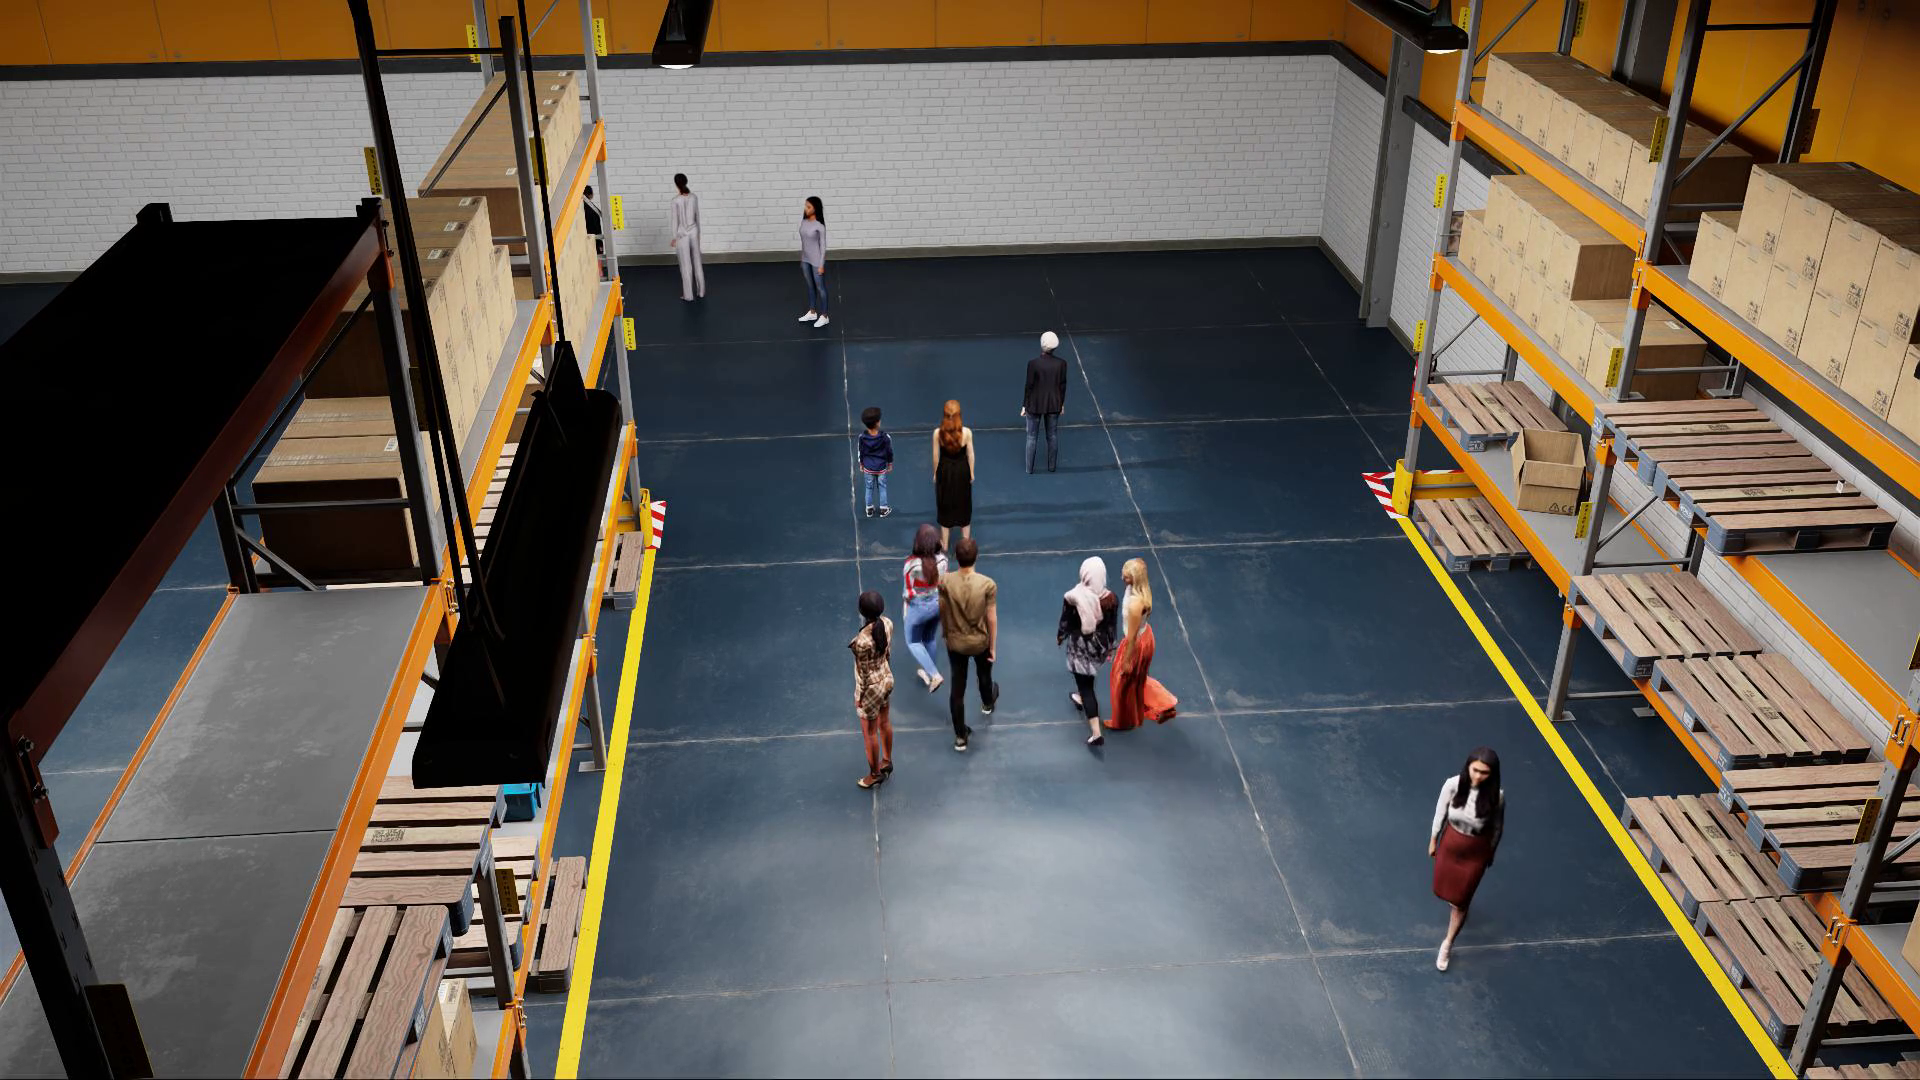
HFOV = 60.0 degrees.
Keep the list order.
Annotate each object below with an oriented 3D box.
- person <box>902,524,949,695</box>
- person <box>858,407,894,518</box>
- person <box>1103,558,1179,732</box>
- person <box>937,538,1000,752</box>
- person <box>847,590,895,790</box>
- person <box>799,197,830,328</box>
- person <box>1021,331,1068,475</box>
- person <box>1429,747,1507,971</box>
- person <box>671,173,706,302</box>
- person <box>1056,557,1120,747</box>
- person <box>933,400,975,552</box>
[{"bbox_3d":[-0.268,0.625,14.290,0.779,1.599,0.902,-15,32,-25],"label":"person"},{"bbox_3d":[-0.887,-0.807,17.306,0.556,1.224,0.542,4,29,6],"label":"person"},{"bbox_3d":[1.521,0.915,13.577,0.903,1.773,0.907,8,30,15],"label":"person"},{"bbox_3d":[0.044,0.889,13.575,0.904,1.820,1.183,7,29,12],"label":"person"},{"bbox_3d":[-0.675,1.174,13.078,0.744,1.795,0.664,17,33,28],"label":"person"},{"bbox_3d":[-1.930,-3.713,22.099,0.747,1.736,0.668,-25,37,-38],"label":"person"},{"bbox_3d":[0.867,-1.458,18.216,0.764,1.779,0.619,-6,29,-11],"label":"person"},{"bbox_3d":[3.454,2.119,11.407,0.862,1.737,0.992,13,31,22],"label":"person"},{"bbox_3d":[-3.758,-4.180,22.916,0.669,1.773,0.688,-21,35,-34],"label":"person"},{"bbox_3d":[1.084,0.940,13.717,0.822,1.594,1.178,-11,30,-19],"label":"person"},{"bbox_3d":[-0.071,-0.642,16.586,0.559,1.625,0.543,-2,29,-4],"label":"person"}]
